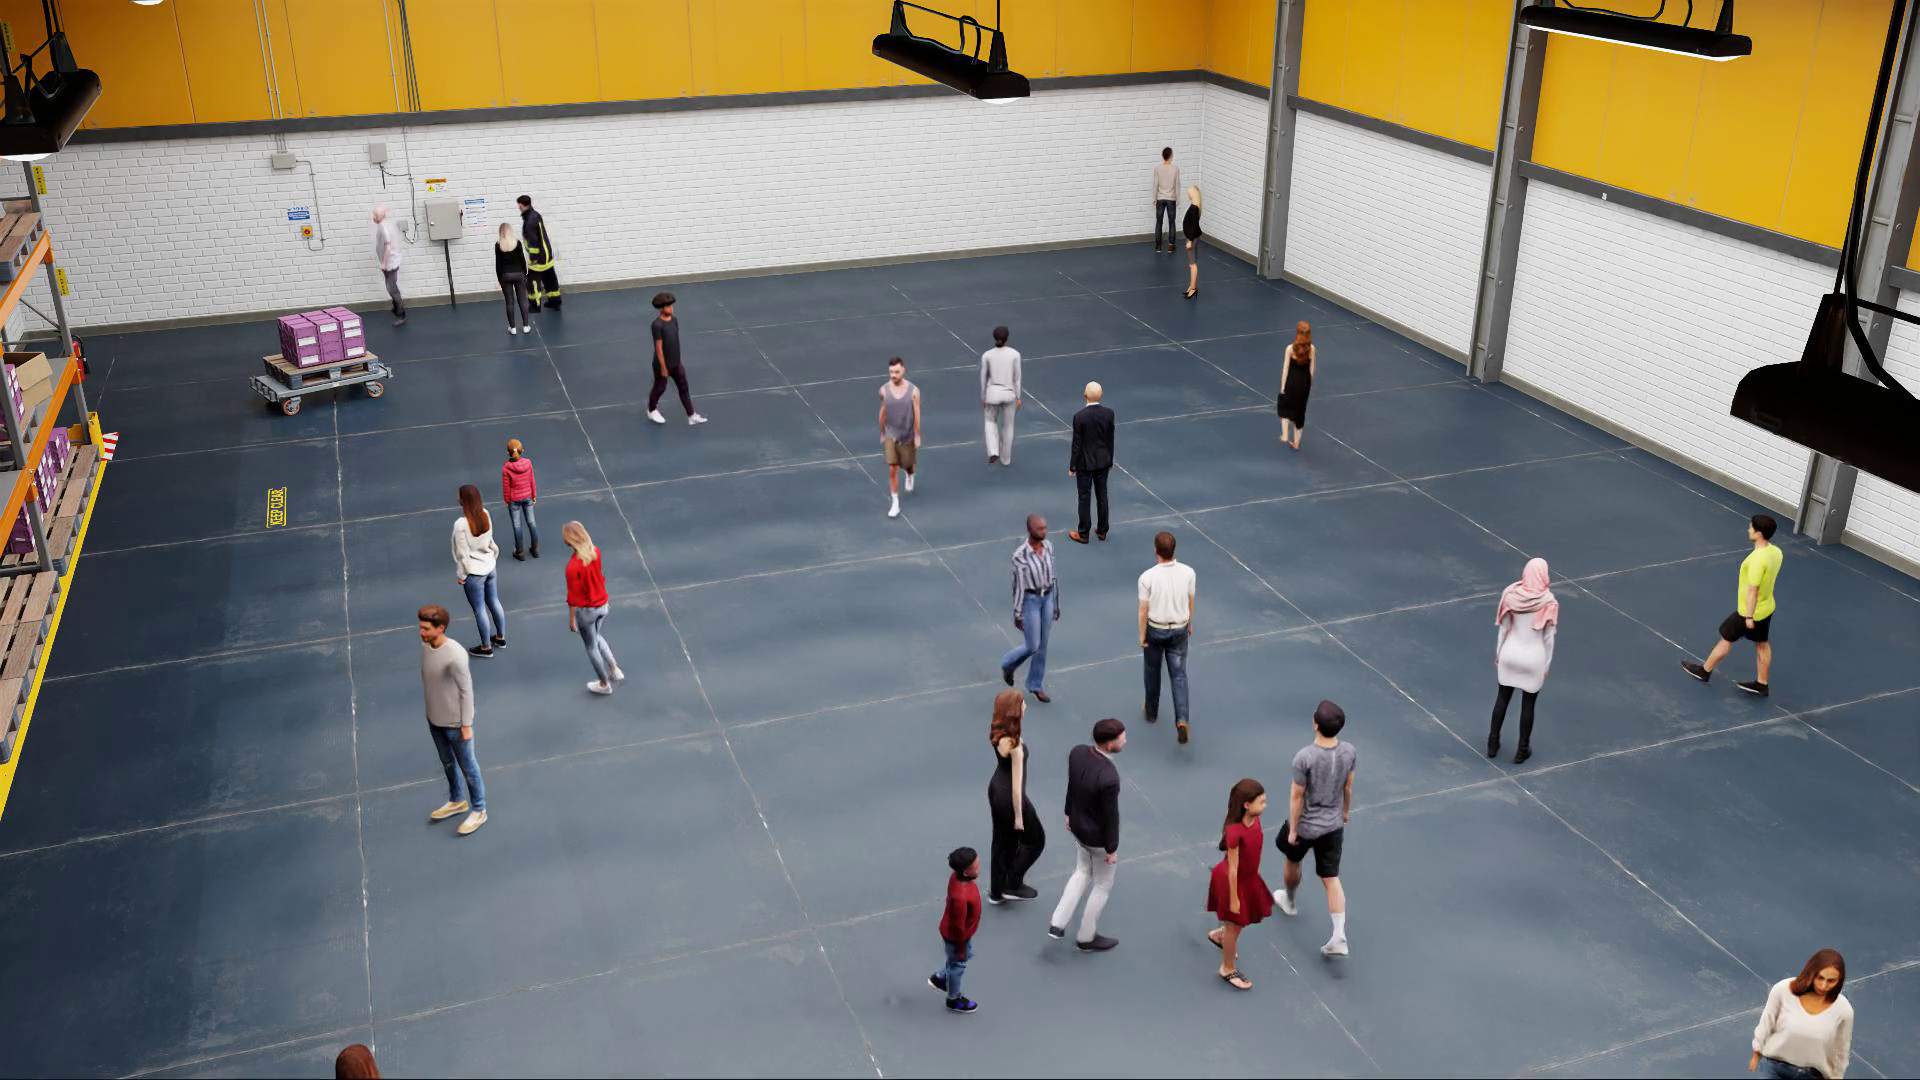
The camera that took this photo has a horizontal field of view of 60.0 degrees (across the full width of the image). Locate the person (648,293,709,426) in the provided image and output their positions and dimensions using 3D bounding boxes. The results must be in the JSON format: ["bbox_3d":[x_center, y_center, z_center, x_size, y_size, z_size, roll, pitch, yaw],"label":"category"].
[{"bbox_3d":[-3.813,-2.304,21.334,1.203,1.738,1.086,14,27,28],"label":"person"}]

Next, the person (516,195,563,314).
[{"bbox_3d":[-6.572,-4.502,26.178,1.120,1.885,0.925,2,24,5],"label":"person"}]

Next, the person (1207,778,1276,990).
[{"bbox_3d":[1.807,2.261,11.139,0.831,1.540,0.746,19,30,37],"label":"person"}]

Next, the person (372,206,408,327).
[{"bbox_3d":[-8.829,-4.288,25.776,1.091,1.816,0.524,-5,24,-10],"label":"person"}]

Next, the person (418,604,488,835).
[{"bbox_3d":[-3.910,1.349,12.775,0.695,1.900,0.813,17,29,35],"label":"person"}]

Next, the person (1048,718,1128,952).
[{"bbox_3d":[0.890,2.027,11.339,0.810,1.809,0.735,-16,28,-32],"label":"person"}]

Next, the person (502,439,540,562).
[{"bbox_3d":[-4.644,-0.432,17.580,0.555,1.314,0.561,-17,29,-33],"label":"person"}]

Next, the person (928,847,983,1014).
[{"bbox_3d":[-0.069,2.545,10.856,0.667,1.245,0.597,0,24,-1],"label":"person"}]

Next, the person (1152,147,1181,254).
[{"bbox_3d":[3.704,-6.111,29.883,0.743,1.866,0.768,6,24,14],"label":"person"}]

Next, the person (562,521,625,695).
[{"bbox_3d":[-3.193,0.642,14.656,0.823,1.688,0.761,13,27,27],"label":"person"}]

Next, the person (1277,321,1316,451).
[{"bbox_3d":[4.186,-1.874,20.512,0.661,1.609,0.707,-4,24,-9],"label":"person"}]

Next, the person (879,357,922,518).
[{"bbox_3d":[-0.659,-1.208,18.752,0.930,1.821,1.170,3,24,6],"label":"person"}]

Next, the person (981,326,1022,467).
[{"bbox_3d":[0.495,-1.690,19.950,0.778,1.722,0.837,2,24,4],"label":"person"}]

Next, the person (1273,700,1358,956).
[{"bbox_3d":[2.497,1.989,11.381,0.739,1.844,1.202,-6,24,-13],"label":"person"}]

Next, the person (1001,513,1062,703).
[{"bbox_3d":[0.602,0.582,14.678,0.870,1.781,0.802,22,32,40],"label":"person"}]

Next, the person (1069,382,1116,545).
[{"bbox_3d":[1.423,-0.834,17.893,0.666,1.800,0.569,-9,25,-20],"label":"person"}]

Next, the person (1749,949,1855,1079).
[{"bbox_3d":[4.721,2.946,9.405,0.742,1.673,0.811,12,26,26],"label":"person"}]

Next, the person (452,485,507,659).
[{"bbox_3d":[-4.483,0.278,15.485,0.756,1.692,0.705,12,26,25],"label":"person"}]

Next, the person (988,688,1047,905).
[{"bbox_3d":[0.268,1.855,11.819,0.678,1.738,0.578,-10,26,-22],"label":"person"}]

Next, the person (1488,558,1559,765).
[{"bbox_3d":[4.643,0.989,13.725,0.703,1.799,0.782,14,27,29],"label":"person"}]

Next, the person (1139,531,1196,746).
[{"bbox_3d":[1.771,0.834,14.042,0.855,1.829,1.204,-3,24,-7],"label":"person"}]

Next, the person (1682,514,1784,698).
[{"bbox_3d":[7.127,0.614,14.735,0.844,1.677,1.062,-18,29,-35],"label":"person"}]

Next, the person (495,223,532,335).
[{"bbox_3d":[-6.785,-3.966,25.202,0.616,1.685,0.542,-7,25,-16],"label":"person"}]

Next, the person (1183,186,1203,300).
[{"bbox_3d":[3.780,-4.838,27.003,0.751,1.841,0.633,3,24,6],"label":"person"}]
